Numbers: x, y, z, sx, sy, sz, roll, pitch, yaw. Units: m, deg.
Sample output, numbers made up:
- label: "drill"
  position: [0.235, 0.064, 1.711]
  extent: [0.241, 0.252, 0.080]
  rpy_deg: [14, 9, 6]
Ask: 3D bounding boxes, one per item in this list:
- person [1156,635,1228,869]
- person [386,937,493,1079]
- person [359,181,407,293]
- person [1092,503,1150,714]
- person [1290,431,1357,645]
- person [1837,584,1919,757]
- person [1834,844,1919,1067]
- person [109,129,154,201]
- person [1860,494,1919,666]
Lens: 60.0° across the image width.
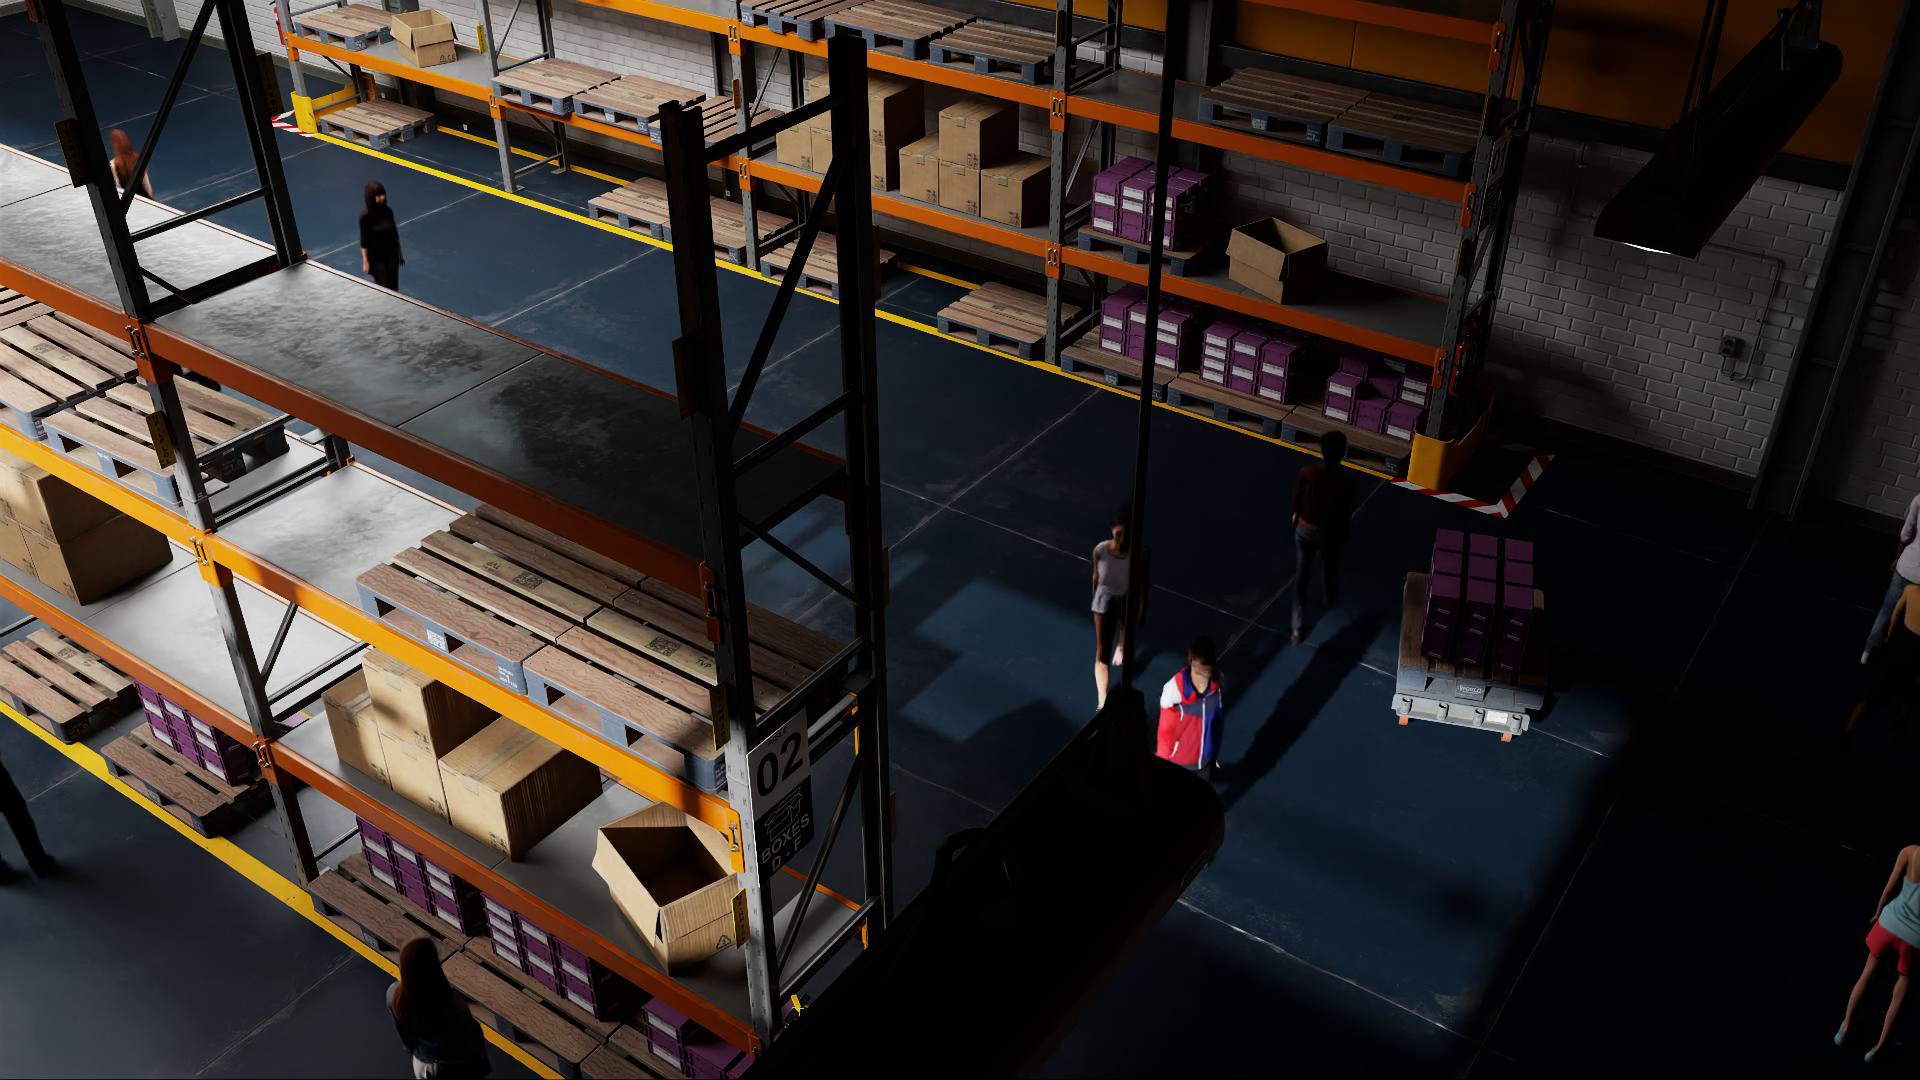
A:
- label: "person"
  position: [1.422, 1.311, 10.679]
  extent: [0.857, 1.748, 0.953]
  rpy_deg: [-15, 36, -21]
- label: "person"
  position: [-2.668, 2.711, 8.614]
  extent: [0.616, 1.702, 0.746]
  rpy_deg: [5, 34, 7]
- label: "person"
  position: [-6.026, -2.950, 17.191]
  extent: [0.693, 1.635, 0.601]
  rpy_deg: [19, 38, 27]
- label: "person"
  position: [1.175, 0.420, 12.196]
  extent: [1.138, 1.552, 0.955]
  rpy_deg: [6, 34, 8]
- label: "person"
  position: [2.684, 0.018, 12.621]
  extent: [0.981, 1.751, 0.824]
  rpy_deg: [14, 36, 20]
- label: "person"
  position: [6.482, 0.843, 11.503]
  extent: [0.921, 1.614, 1.042]
  rpy_deg: [-18, 38, -25]
- label: "person"
  position: [5.310, 2.220, 9.296]
  extent: [0.725, 1.764, 0.594]
  rpy_deg: [-22, 39, -29]
- label: "person"
  position: [-8.913, -3.590, 18.083]
  extent: [0.646, 1.714, 0.605]
  rpy_deg: [22, 40, 30]
- label: "person"
  position: [7.127, 0.204, 12.289]
  extent: [0.775, 1.809, 0.635]
  rpy_deg: [-20, 38, -27]
